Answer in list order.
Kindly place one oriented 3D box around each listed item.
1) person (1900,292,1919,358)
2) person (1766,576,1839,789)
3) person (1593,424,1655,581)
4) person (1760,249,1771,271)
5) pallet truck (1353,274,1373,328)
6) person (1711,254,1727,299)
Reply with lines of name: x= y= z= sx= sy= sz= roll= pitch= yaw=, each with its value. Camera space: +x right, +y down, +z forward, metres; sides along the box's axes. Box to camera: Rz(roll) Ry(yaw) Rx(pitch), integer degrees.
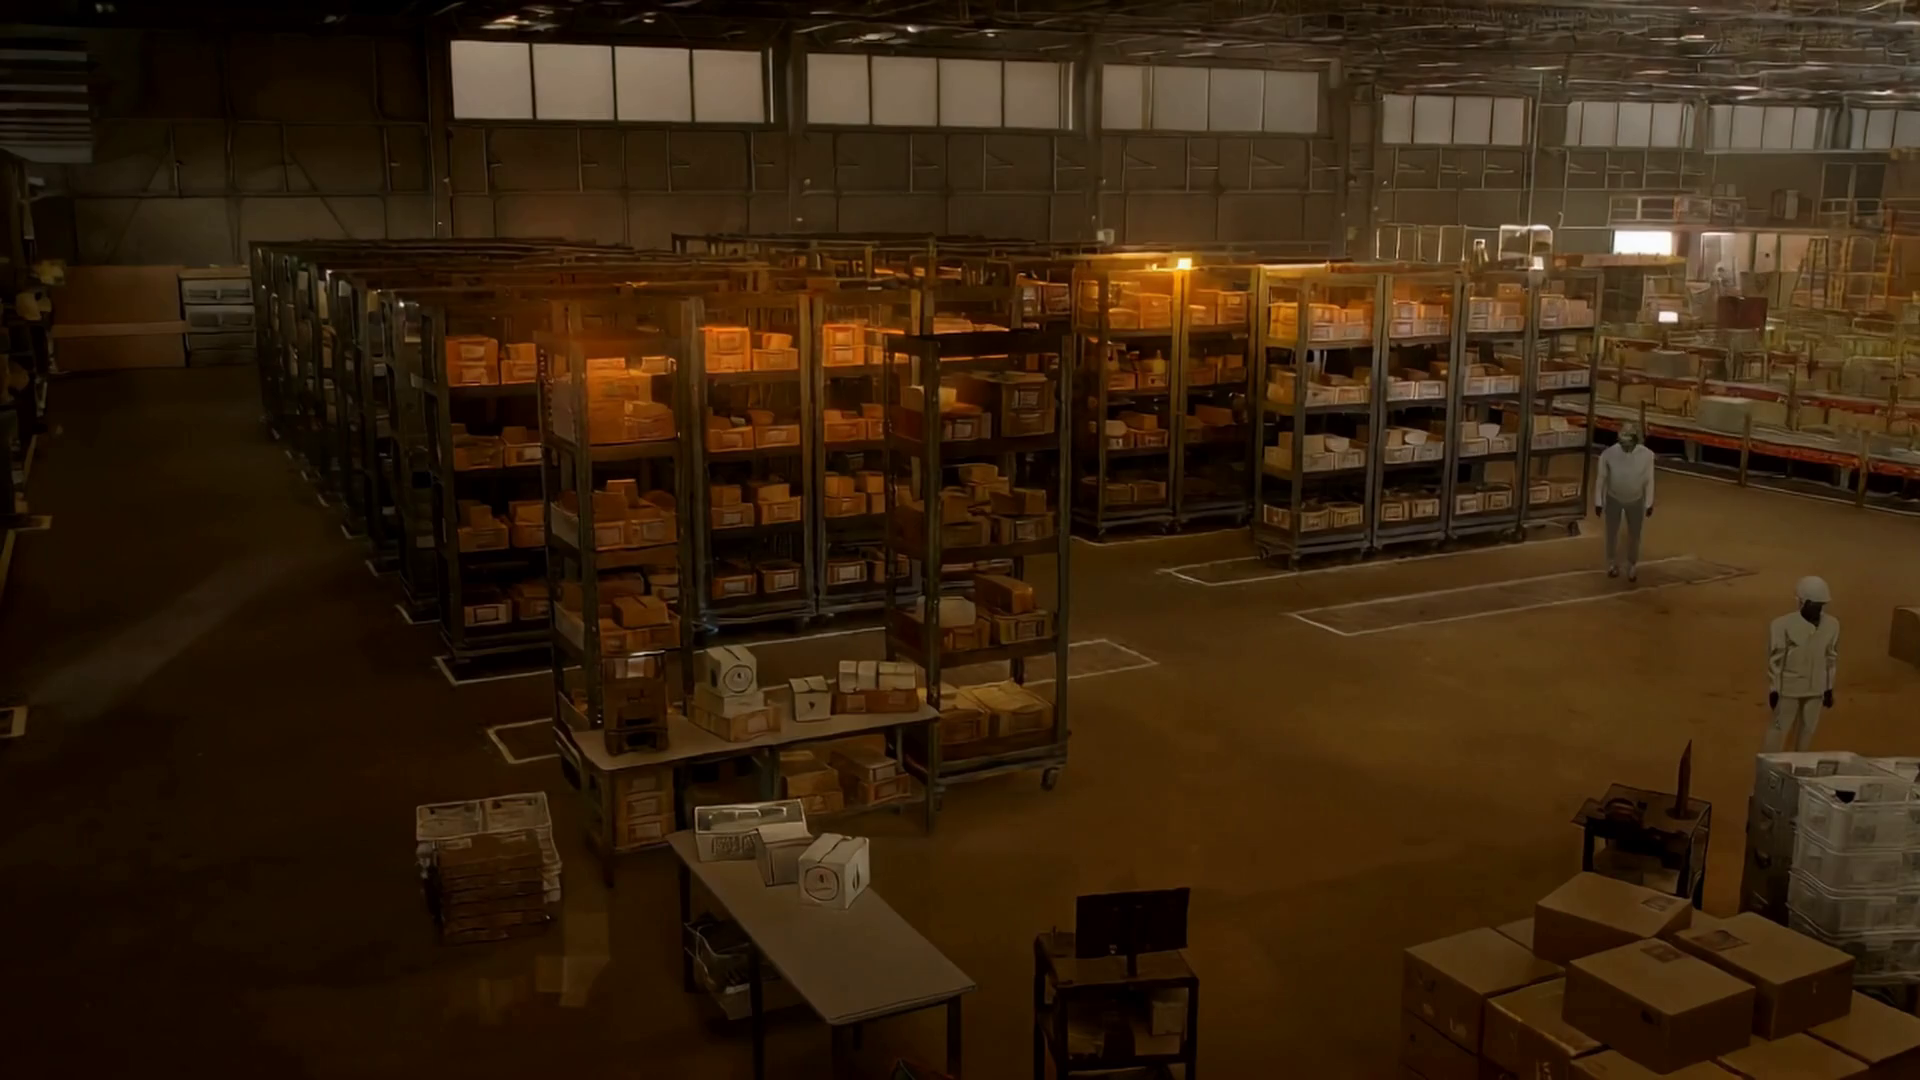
person: x=25.586 y=-5.751 z=44.807 sx=0.517 sy=1.864 sz=0.334 roll=9 pitch=15 yaw=36
person: x=6.523 y=1.130 z=12.876 sx=0.564 sy=1.751 sz=0.330 roll=-2 pitch=12 yaw=-10
person: x=7.953 y=-0.446 z=19.940 sx=0.685 sy=1.879 sz=0.773 roll=4 pitch=13 yaw=19
person: x=35.186 y=-11.740 z=72.668 sx=0.381 sy=1.924 sz=0.593 roll=5 pitch=13 yaw=21
pallet truck: x=13.011 y=-8.050 z=55.243 sx=0.823 sy=1.965 sz=1.885 roll=-7 pitch=14 yaw=-28
person: x=31.355 y=-10.881 z=68.755 sx=0.575 sy=1.882 sz=0.361 roll=7 pitch=14 yaw=29
